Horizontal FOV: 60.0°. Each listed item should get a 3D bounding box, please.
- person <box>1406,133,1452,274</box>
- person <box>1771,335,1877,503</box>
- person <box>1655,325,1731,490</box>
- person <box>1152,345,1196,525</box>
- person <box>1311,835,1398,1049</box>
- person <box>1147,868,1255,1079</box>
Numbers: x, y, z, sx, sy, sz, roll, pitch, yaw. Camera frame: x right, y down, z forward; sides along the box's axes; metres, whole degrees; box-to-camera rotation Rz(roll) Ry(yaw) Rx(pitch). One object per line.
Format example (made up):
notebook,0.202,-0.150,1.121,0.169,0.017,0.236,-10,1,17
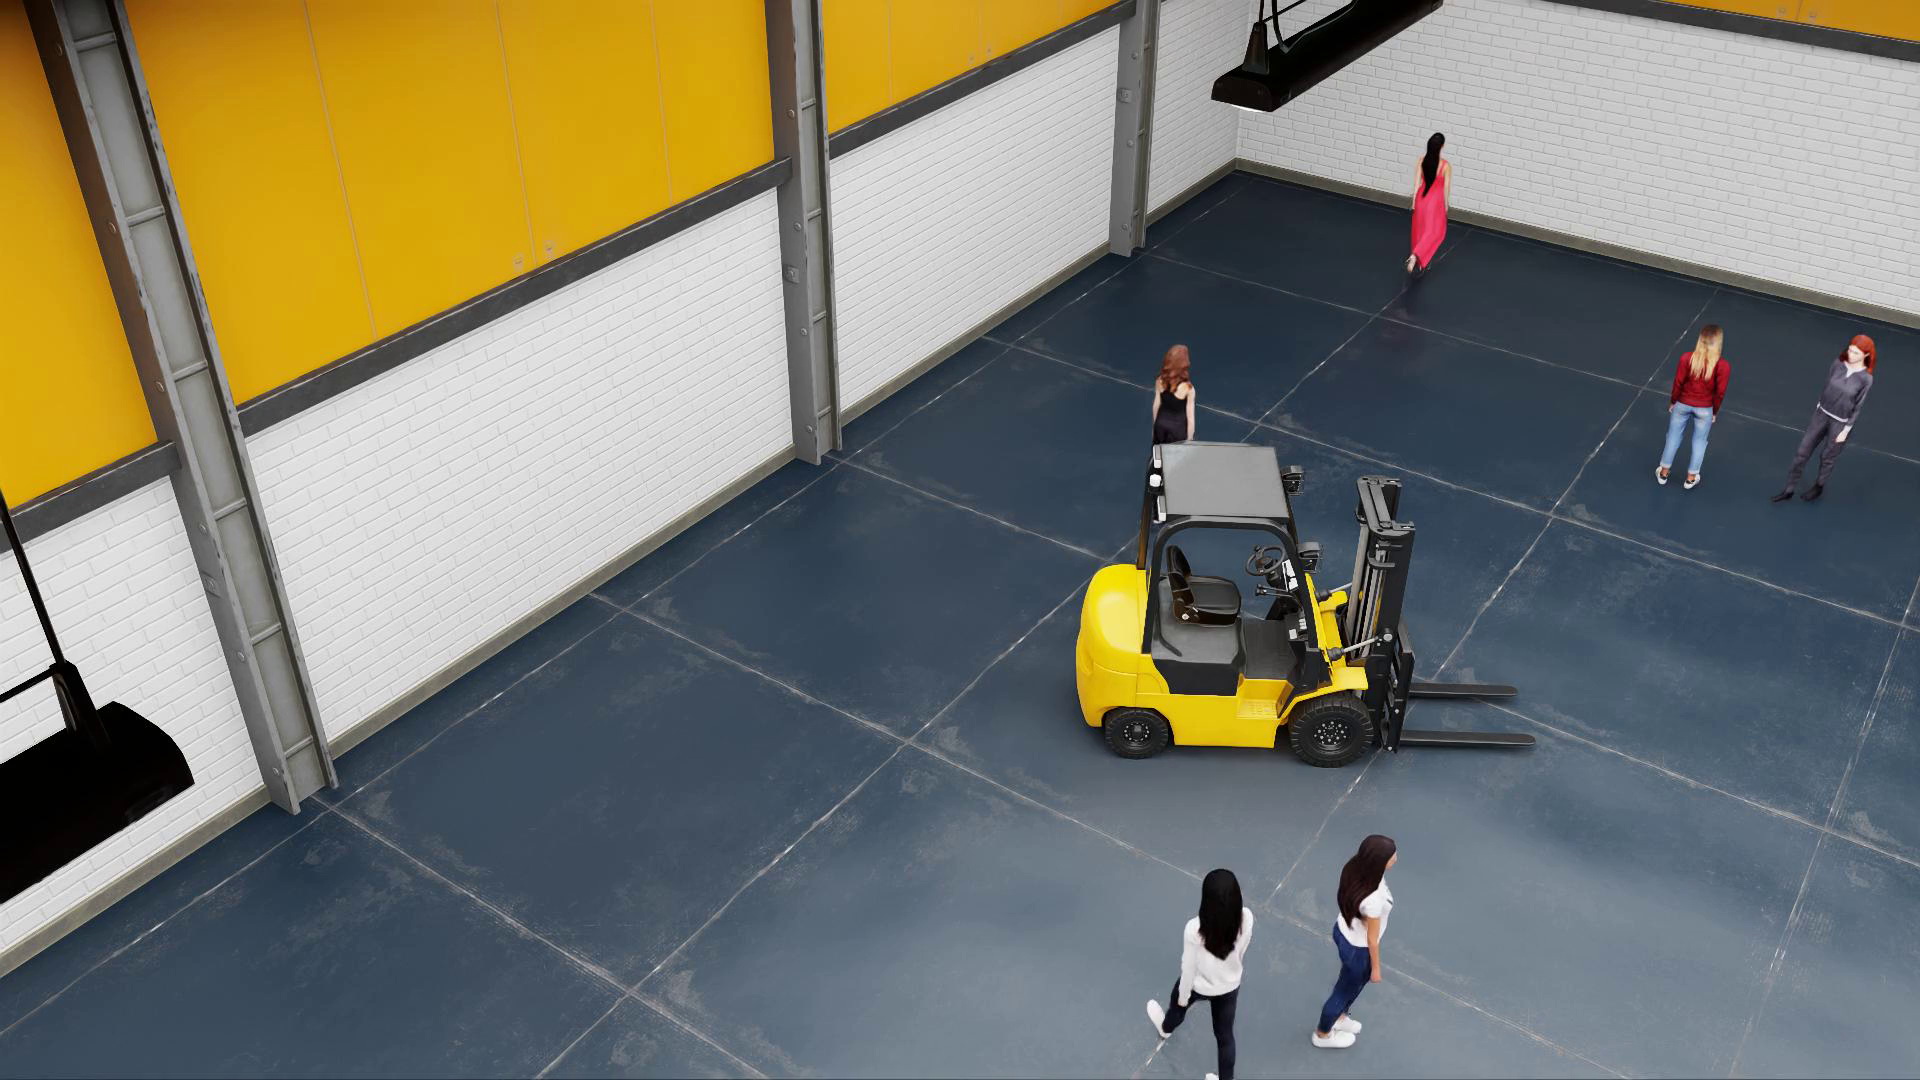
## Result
person,5.435,-3.859,19.317,0.621,1.709,0.952,22,39,29
person,8.013,-1.093,15.119,0.917,1.751,0.788,-17,37,-24
person,6.824,-1.245,15.453,0.622,1.634,0.548,16,37,22
person,1.847,-0.905,14.850,0.640,1.736,0.760,18,38,25
person,2.251,2.405,9.846,0.794,1.763,0.713,-1,34,-1
person,1.491,2.625,9.602,1.066,1.666,1.061,-11,35,-16
